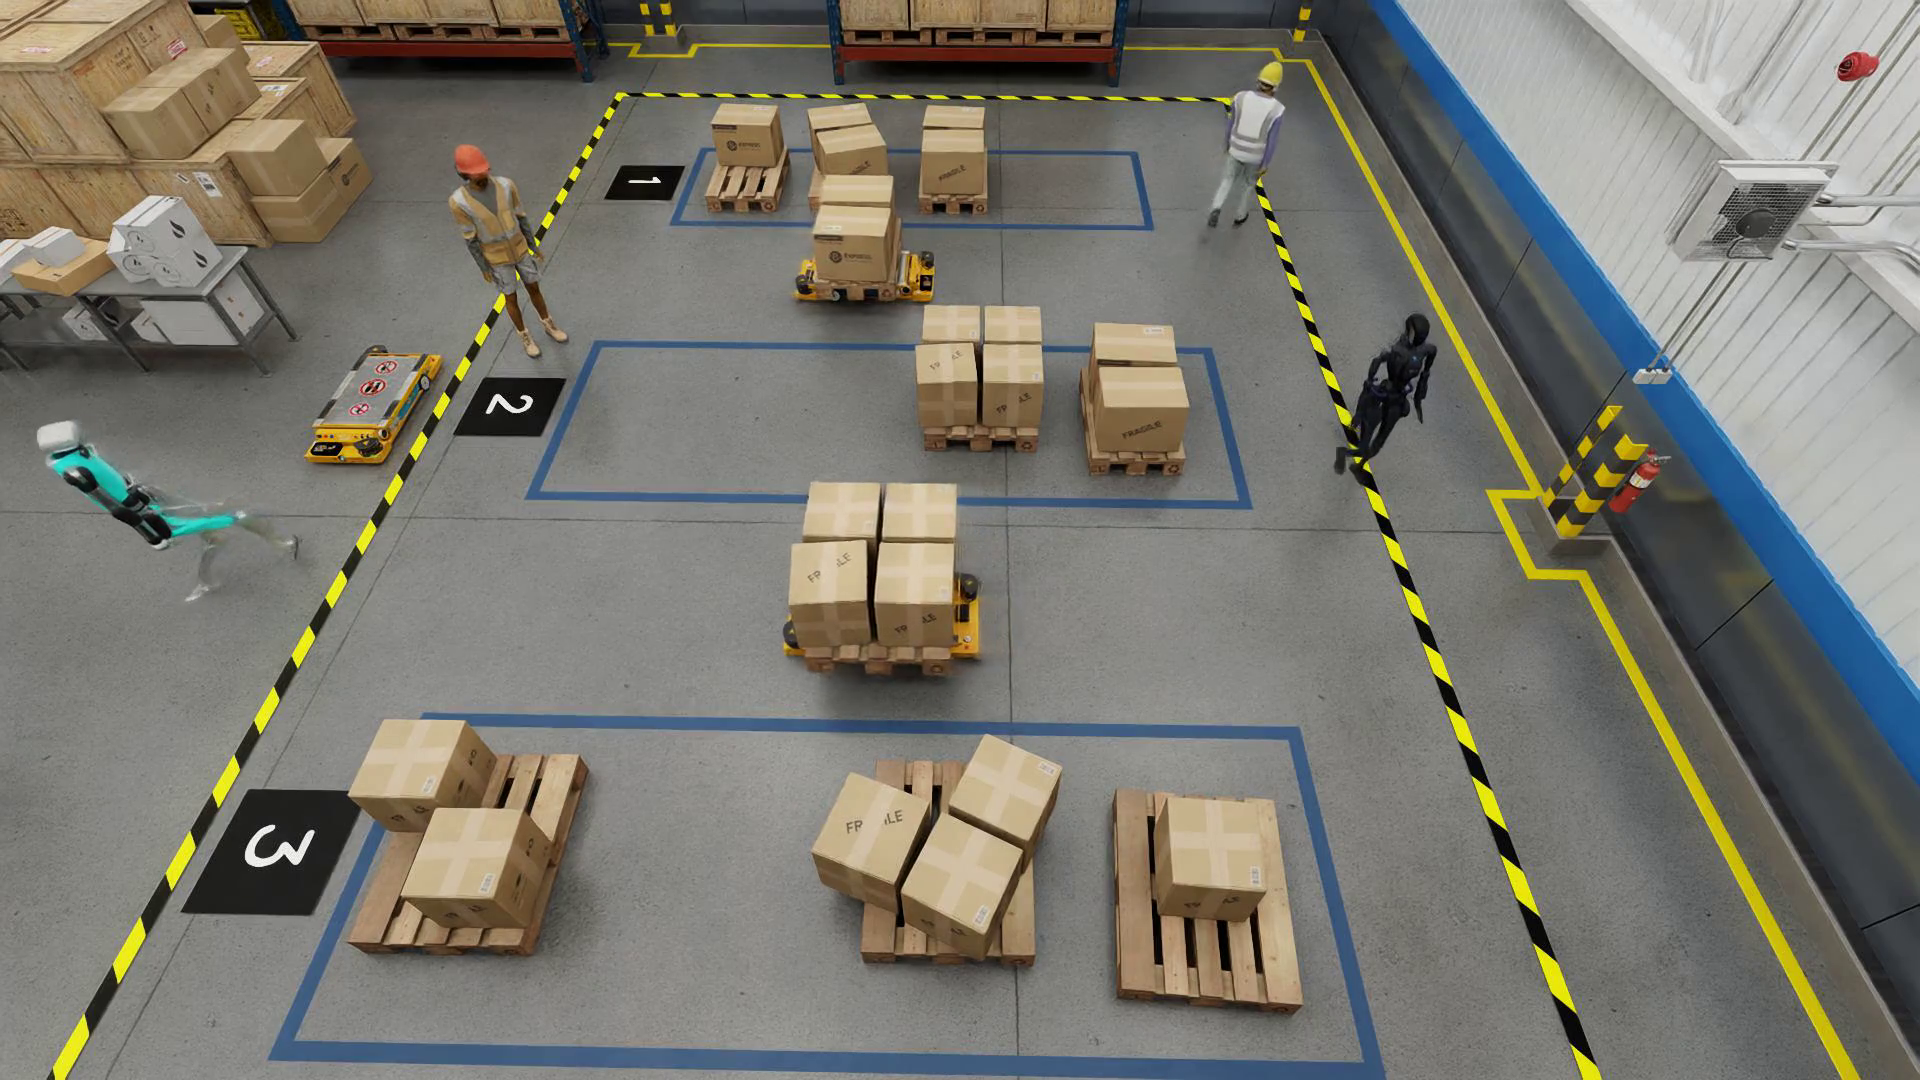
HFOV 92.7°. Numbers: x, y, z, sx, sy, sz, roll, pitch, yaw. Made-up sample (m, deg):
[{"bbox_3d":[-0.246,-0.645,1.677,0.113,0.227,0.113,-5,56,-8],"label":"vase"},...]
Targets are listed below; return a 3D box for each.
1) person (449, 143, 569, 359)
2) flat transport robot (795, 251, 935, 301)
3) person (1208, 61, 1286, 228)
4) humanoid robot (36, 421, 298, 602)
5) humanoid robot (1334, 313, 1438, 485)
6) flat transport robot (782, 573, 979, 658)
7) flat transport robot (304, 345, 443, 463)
[{"bbox_3d":[-4.156,-2.635,8.434,0.366,2.047,0.606,35,58,26],"label":"person"},{"bbox_3d":[-0.992,-2.817,9.732,1.431,0.197,0.652,1,50,1],"label":"flat transport robot"},{"bbox_3d":[3.100,-4.187,9.897,0.597,1.811,0.600,26,55,21],"label":"person"},{"bbox_3d":[-5.613,-0.292,6.679,1.003,1.777,0.545,-35,58,-26],"label":"humanoid robot"},{"bbox_3d":[3.447,-1.099,7.375,0.599,1.652,0.379,-8,50,-7],"label":"humanoid robot"},{"bbox_3d":[-0.576,0.548,6.885,1.431,0.197,0.652,1,50,1],"label":"flat transport robot"},{"bbox_3d":[-5.383,-1.269,8.441,0.659,0.231,1.431,1,50,1],"label":"flat transport robot"}]
